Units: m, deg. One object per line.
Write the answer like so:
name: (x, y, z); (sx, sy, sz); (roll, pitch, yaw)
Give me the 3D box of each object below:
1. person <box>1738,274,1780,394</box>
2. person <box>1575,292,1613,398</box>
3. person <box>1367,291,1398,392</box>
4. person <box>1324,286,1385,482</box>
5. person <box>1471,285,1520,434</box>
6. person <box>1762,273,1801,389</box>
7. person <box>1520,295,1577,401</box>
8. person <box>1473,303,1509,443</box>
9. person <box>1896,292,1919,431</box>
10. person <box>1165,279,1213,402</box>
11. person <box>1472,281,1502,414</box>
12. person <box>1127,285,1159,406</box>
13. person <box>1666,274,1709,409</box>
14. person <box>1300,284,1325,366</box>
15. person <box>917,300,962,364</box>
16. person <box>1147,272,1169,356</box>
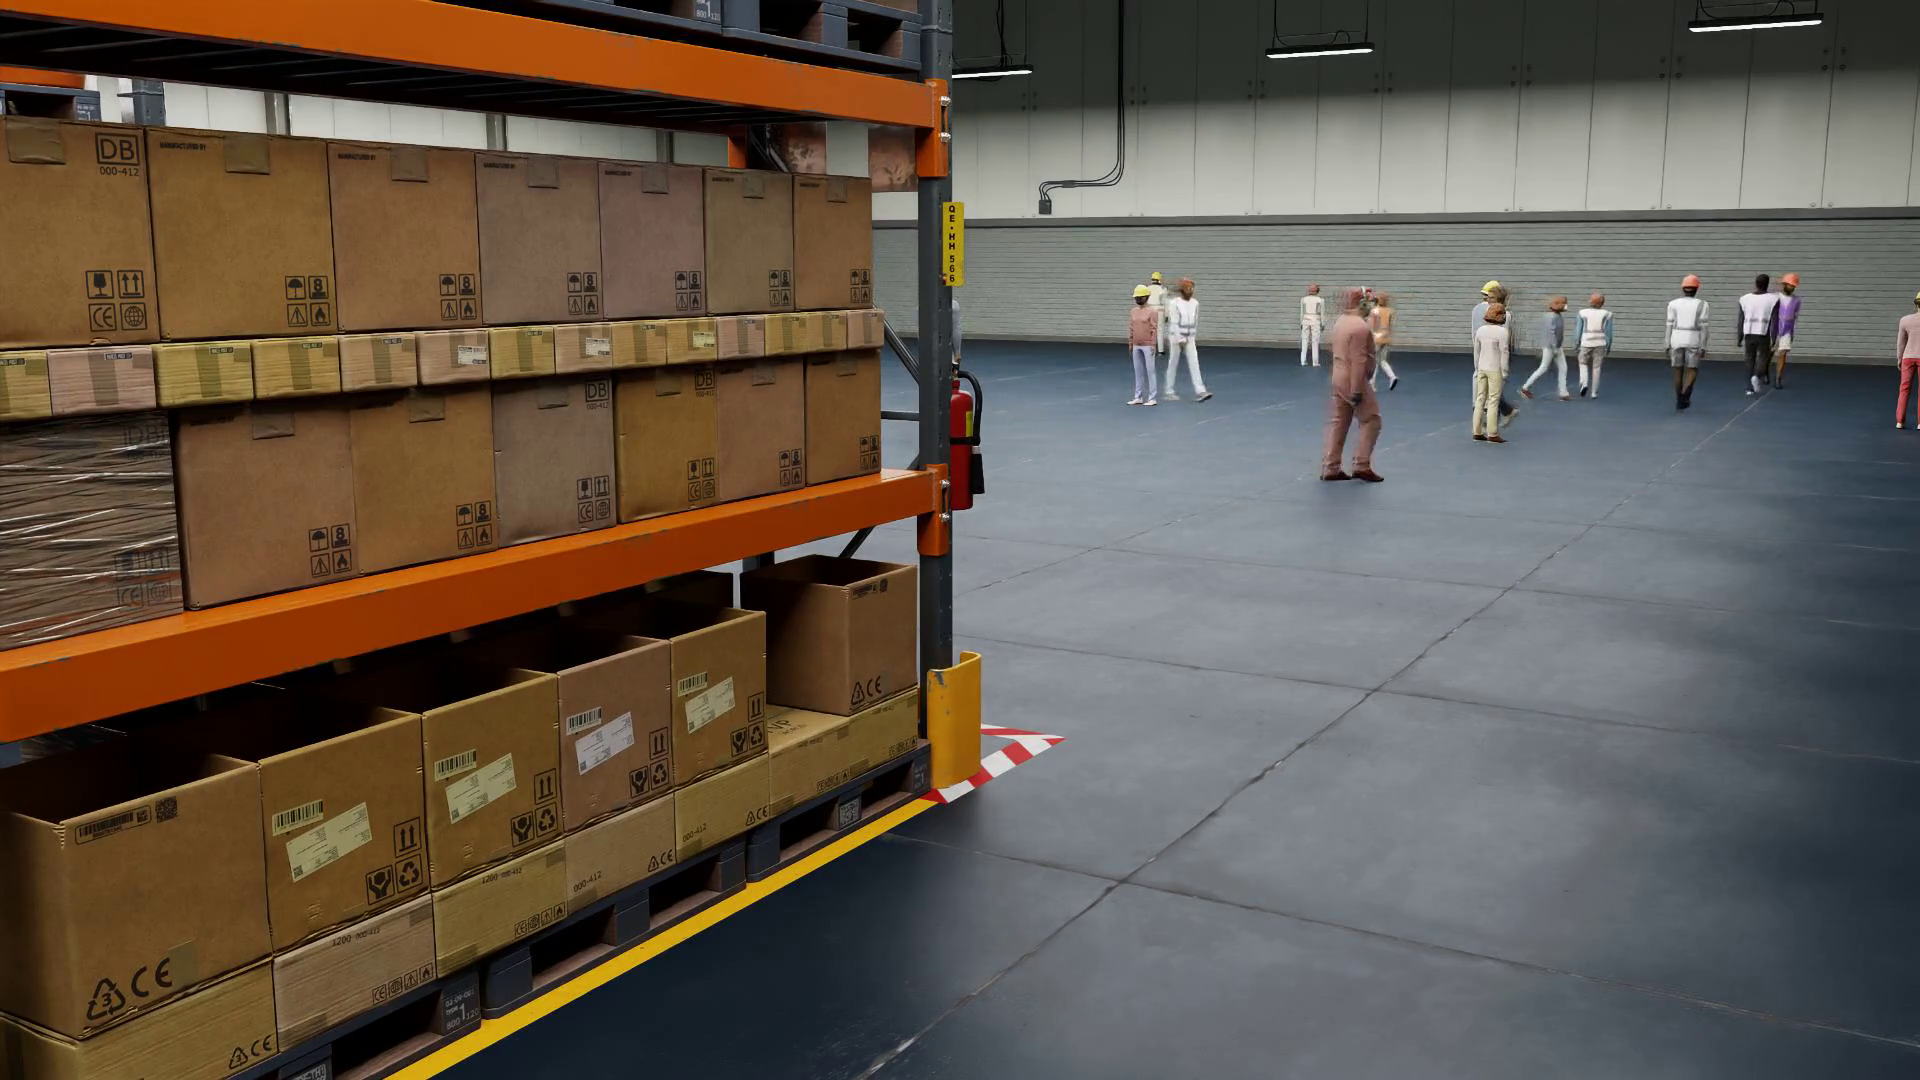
person: (12.496, -3.214, 26.074); (0.594, 1.906, 0.544); (8, 12, 39)
person: (9.712, -2.977, 25.481); (0.541, 1.626, 0.376); (4, 10, 22)
person: (6.681, -3.144, 26.439); (0.531, 1.623, 0.522); (-7, 12, -34)
person: (3.865, -1.495, 16.054); (0.675, 1.883, 0.665); (-2, 10, -11)
person: (6.569, -2.191, 20.288); (0.510, 1.828, 0.519); (0, 10, -2)
person: (13.511, -3.451, 27.447); (0.576, 1.908, 0.757); (2, 10, 10)
person: (8.888, -2.894, 25.072); (0.795, 1.601, 0.501); (9, 13, 42)
person: (6.220, -1.953, 19.463); (0.270, 1.632, 0.504); (-5, 11, -25)
person: (12.007, -2.249, 20.812); (0.311, 1.768, 0.532); (-8, 12, -38)
person: (3.377, -2.964, 24.784); (0.562, 1.829, 0.967); (-5, 11, -26)
person: (7.300, -2.647, 22.947); (0.403, 1.833, 0.591); (-3, 10, -17)
person: (2.656, -2.832, 24.251); (0.333, 1.761, 0.521); (-10, 14, -44)
person: (10.261, -2.790, 23.519); (0.553, 1.919, 0.533); (6, 11, 31)
person: (6.973, -4.252, 32.938); (0.509, 1.629, 0.314); (6, 11, 30)
person: (-0.250, -2.407, 21.243); (0.629, 1.936, 0.373); (6, 11, 30)
person: (4.285, -4.943, 36.396); (0.599, 1.827, 0.403); (4, 11, 23)
